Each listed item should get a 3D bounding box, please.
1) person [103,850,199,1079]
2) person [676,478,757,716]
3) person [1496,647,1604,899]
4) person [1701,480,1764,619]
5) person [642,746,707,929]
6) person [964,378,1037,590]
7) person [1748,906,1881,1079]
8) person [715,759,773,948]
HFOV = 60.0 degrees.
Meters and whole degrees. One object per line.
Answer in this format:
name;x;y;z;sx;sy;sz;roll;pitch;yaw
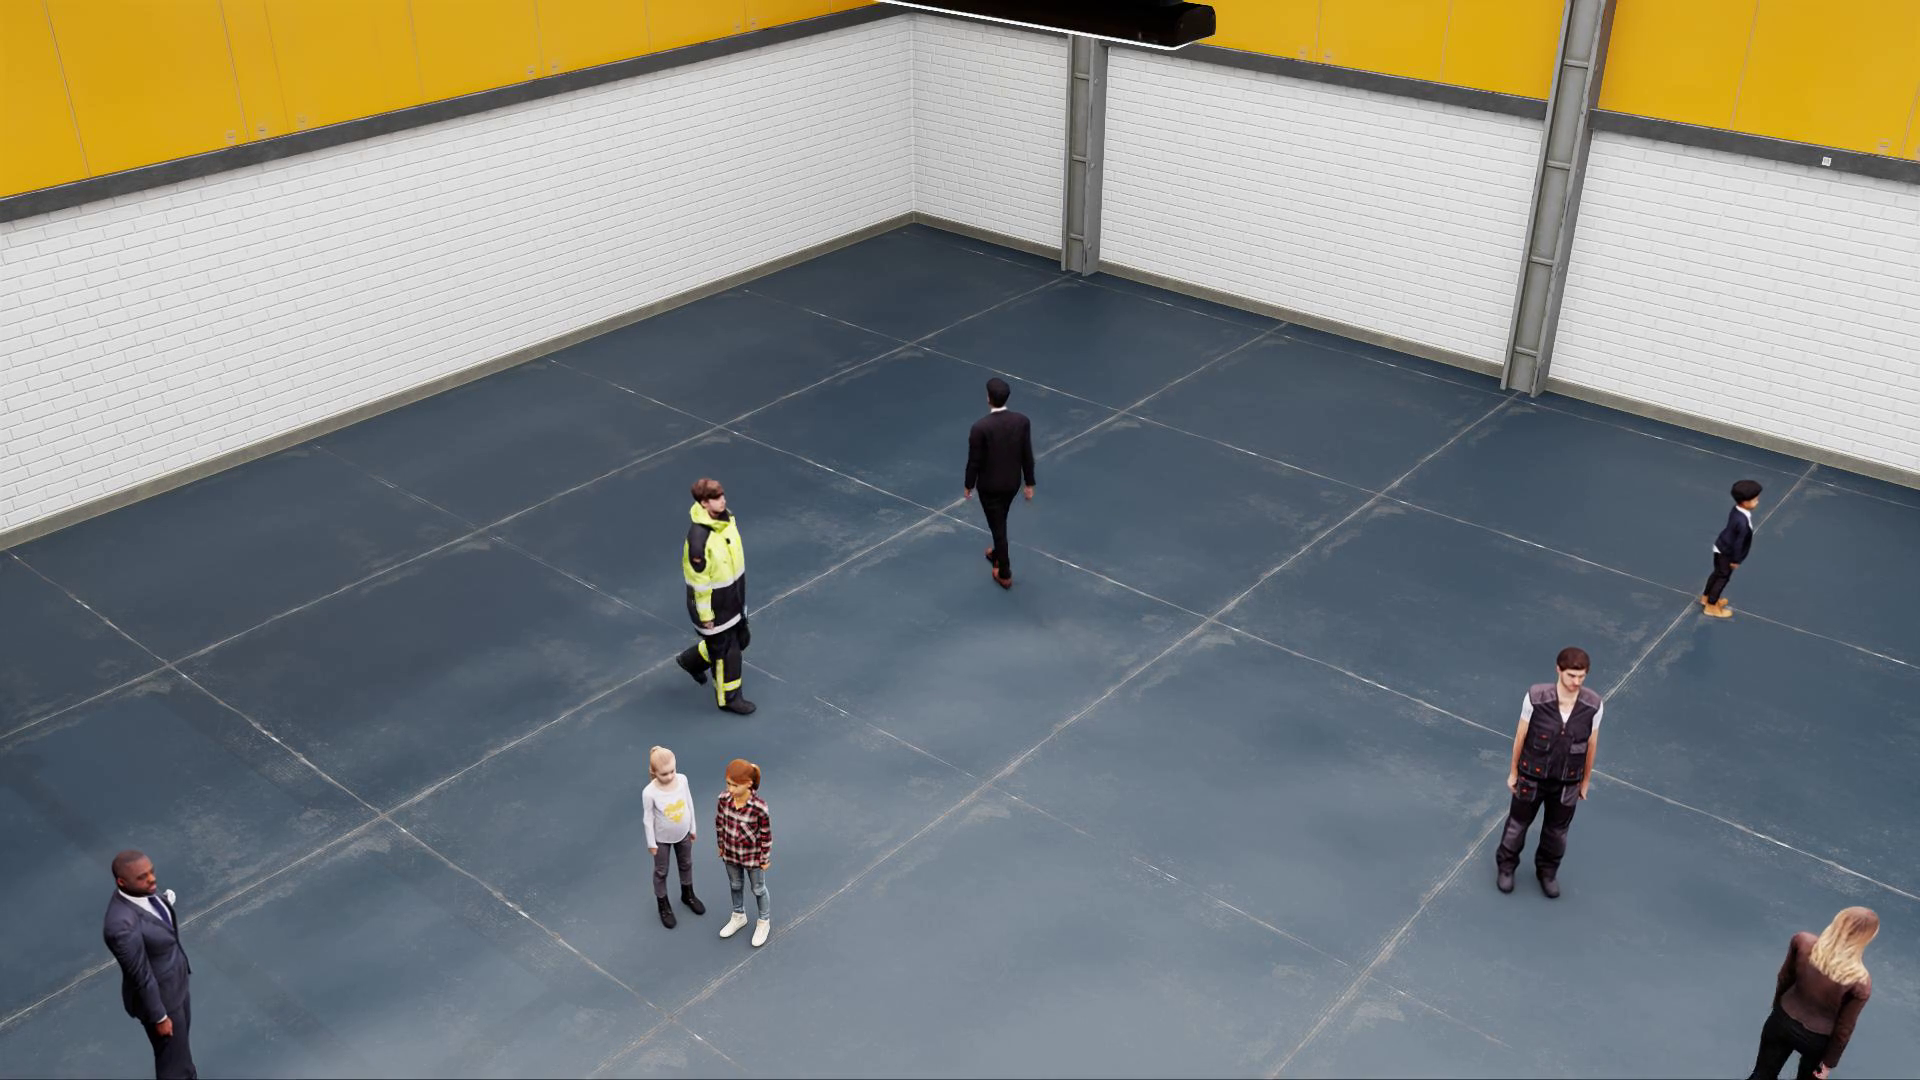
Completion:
person;-4.250;2.395;8.838;0.849;1.824;0.755;-7;29;-13
person;-1.868;0.398;12.352;1.071;1.966;0.972;8;30;15
person;3.728;1.465;10.523;0.698;1.844;0.807;5;29;9
person;6.362;0.058;13.753;0.589;1.220;0.571;6;29;11
person;-1.821;1.834;10.438;0.524;1.277;0.537;-21;35;-33
person;0.370;-0.437;13.987;0.907;1.865;0.970;-13;31;-22
person;4.321;2.602;8.625;0.814;1.666;1.066;-21;35;-33
person;-1.327;1.905;10.278;0.547;1.306;0.652;11;30;19
